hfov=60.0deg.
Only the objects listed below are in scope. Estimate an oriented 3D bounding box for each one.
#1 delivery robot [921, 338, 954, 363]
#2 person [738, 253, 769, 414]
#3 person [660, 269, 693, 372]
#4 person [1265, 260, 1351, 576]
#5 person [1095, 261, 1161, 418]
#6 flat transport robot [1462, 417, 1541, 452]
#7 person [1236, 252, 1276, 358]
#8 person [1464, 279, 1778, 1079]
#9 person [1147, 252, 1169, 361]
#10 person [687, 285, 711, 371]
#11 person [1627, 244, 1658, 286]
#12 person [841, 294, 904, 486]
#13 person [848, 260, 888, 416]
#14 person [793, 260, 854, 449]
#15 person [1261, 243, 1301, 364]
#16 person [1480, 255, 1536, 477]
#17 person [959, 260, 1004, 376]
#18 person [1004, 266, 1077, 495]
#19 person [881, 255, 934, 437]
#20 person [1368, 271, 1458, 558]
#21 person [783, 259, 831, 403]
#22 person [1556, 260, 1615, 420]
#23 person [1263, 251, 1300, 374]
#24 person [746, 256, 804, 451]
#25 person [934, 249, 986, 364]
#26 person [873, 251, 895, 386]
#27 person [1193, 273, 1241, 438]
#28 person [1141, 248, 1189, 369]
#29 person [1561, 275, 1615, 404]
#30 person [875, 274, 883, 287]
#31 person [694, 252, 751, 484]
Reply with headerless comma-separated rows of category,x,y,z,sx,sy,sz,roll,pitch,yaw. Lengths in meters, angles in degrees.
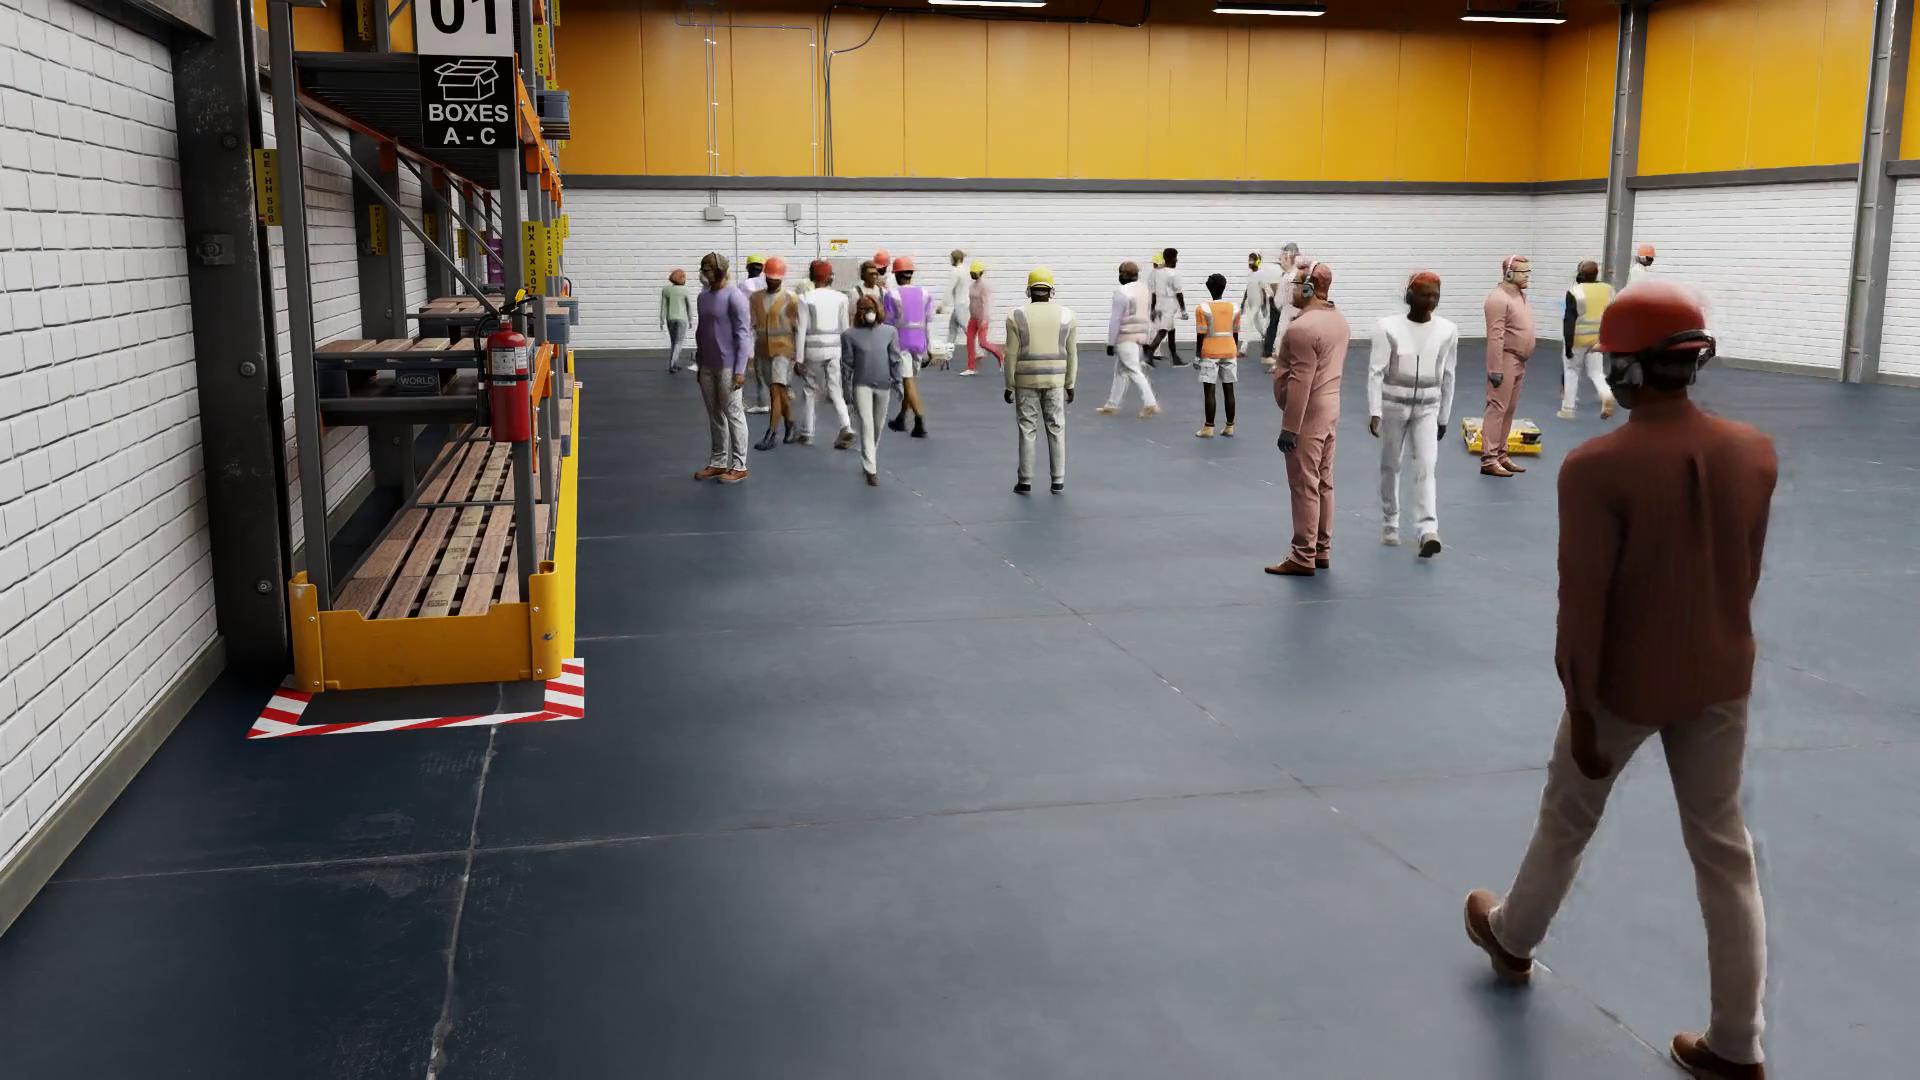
delivery robot,-0.459,-2.999,26.181,0.707,0.478,0.477,4,11,21
person,-2.476,-2.435,19.643,0.729,1.873,0.683,8,13,38
person,-4.404,-3.384,25.689,0.553,1.601,0.708,2,10,12
person,2.109,-0.737,10.151,0.409,1.913,0.642,6,12,32
person,1.970,-2.302,19.134,0.939,1.805,0.637,8,13,37
flat transport robot,5.334,-1.050,16.427,0.652,0.197,1.431,2,11,13
person,5.170,-4.085,28.956,0.958,1.831,0.518,-3,11,-17
person,1.722,0.328,4.181,0.633,1.935,1.042,-2,10,-11
person,3.354,-3.932,28.060,0.403,1.837,0.591,0,10,-2
person,-3.866,-3.479,25.984,0.960,1.682,0.517,-9,13,-40
person,10.237,-3.453,25.039,0.444,1.972,0.612,2,10,10
person,-0.759,-1.293,14.106,0.498,1.595,0.819,-4,11,-19
person,-1.108,-2.378,19.552,0.512,1.812,0.897,-8,13,-38
person,-1.324,-1.821,16.346,0.615,1.852,0.938,-6,12,-31
person,5.343,-3.856,27.070,0.694,2.000,1.011,-8,13,-37
person,4.776,-1.510,14.448,0.403,1.906,0.651,7,13,35
person,0.343,-3.335,24.992,0.651,1.741,0.531,-6,12,-31
person,0.636,-1.269,13.312,0.601,1.830,0.404,-2,10,-10
person,-0.539,-2.031,17.421,0.552,1.892,1.011,-6,12,-30
person,2.926,-0.810,10.760,0.591,1.821,1.023,1,10,4
person,-1.871,-2.628,20.927,0.871,1.810,0.628,8,13,37
person,7.078,-2.240,18.730,0.632,1.822,0.775,-2,10,-11
person,5.087,-3.464,25.361,0.799,1.882,0.650,1,10,6
person,-1.789,-1.849,16.411,0.532,1.889,0.898,5,11,24
person,0.002,-3.866,27.578,1.036,1.883,0.632,3,11,18
person,-1.075,-3.095,23.311,0.403,1.894,0.732,-2,10,-13
person,2.646,-1.892,17.136,0.533,1.698,0.322,-4,11,-21
person,3.241,-3.666,26.350,0.995,1.927,0.600,-5,11,-27
person,7.749,-2.488,20.562,0.542,1.643,0.874,-4,11,-21
person,-1.051,-2.597,21.228,0.539,1.621,0.420,-9,13,-40
person,-2.004,-1.443,13.991,0.359,1.936,0.632,-10,14,-43
